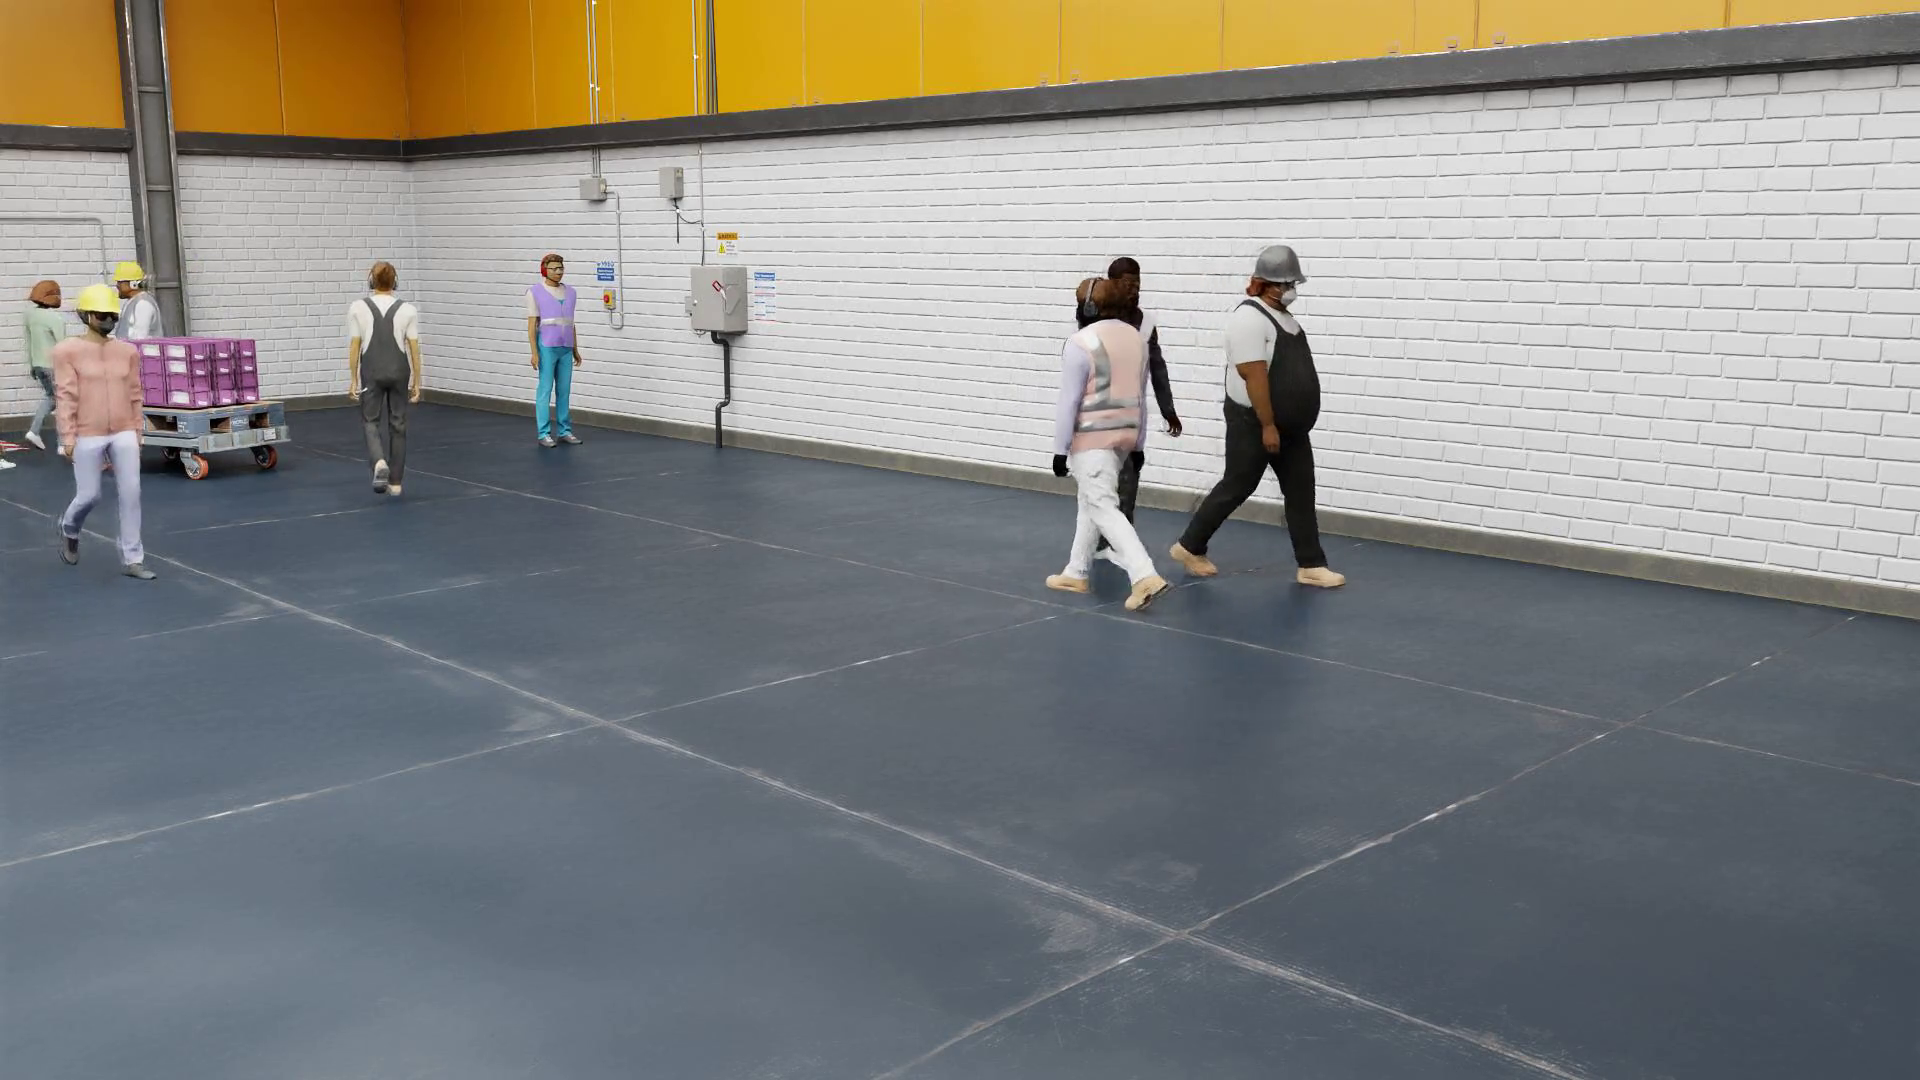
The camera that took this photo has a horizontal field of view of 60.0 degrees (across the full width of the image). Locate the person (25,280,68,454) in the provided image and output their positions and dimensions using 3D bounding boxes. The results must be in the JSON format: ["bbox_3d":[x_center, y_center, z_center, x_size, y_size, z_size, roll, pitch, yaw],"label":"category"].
[{"bbox_3d":[-8.367,-1.581,15.316,0.521,1.613,0.414,6,12,28],"label":"person"}]

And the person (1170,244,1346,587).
[{"bbox_3d":[1.718,-0.752,9.644,0.999,2.000,0.674,8,13,38],"label":"person"}]

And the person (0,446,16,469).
[{"bbox_3d":[-8.469,-1.447,14.054,0.510,1.833,0.845,1,10,7],"label":"person"}]

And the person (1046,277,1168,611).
[{"bbox_3d":[0.817,-0.534,9.117,0.924,1.809,0.637,10,14,44],"label":"person"}]

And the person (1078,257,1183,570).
[{"bbox_3d":[1.034,-0.760,10.120,0.732,1.889,0.615,9,14,42],"label":"person"}]

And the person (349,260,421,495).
[{"bbox_3d":[-4.434,-1.233,12.842,0.546,1.832,0.518,-4,11,-20],"label":"person"}]

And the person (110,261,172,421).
[{"bbox_3d":[-7.590,-1.683,15.435,0.912,1.789,0.587,-9,14,-41],"label":"person"}]

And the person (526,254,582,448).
[{"bbox_3d":[-3.911,-1.821,16.014,0.374,1.841,0.574,8,13,36],"label":"person"}]

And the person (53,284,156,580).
[{"bbox_3d":[-5.089,-0.637,9.818,0.636,1.746,0.532,8,13,37],"label":"person"}]
